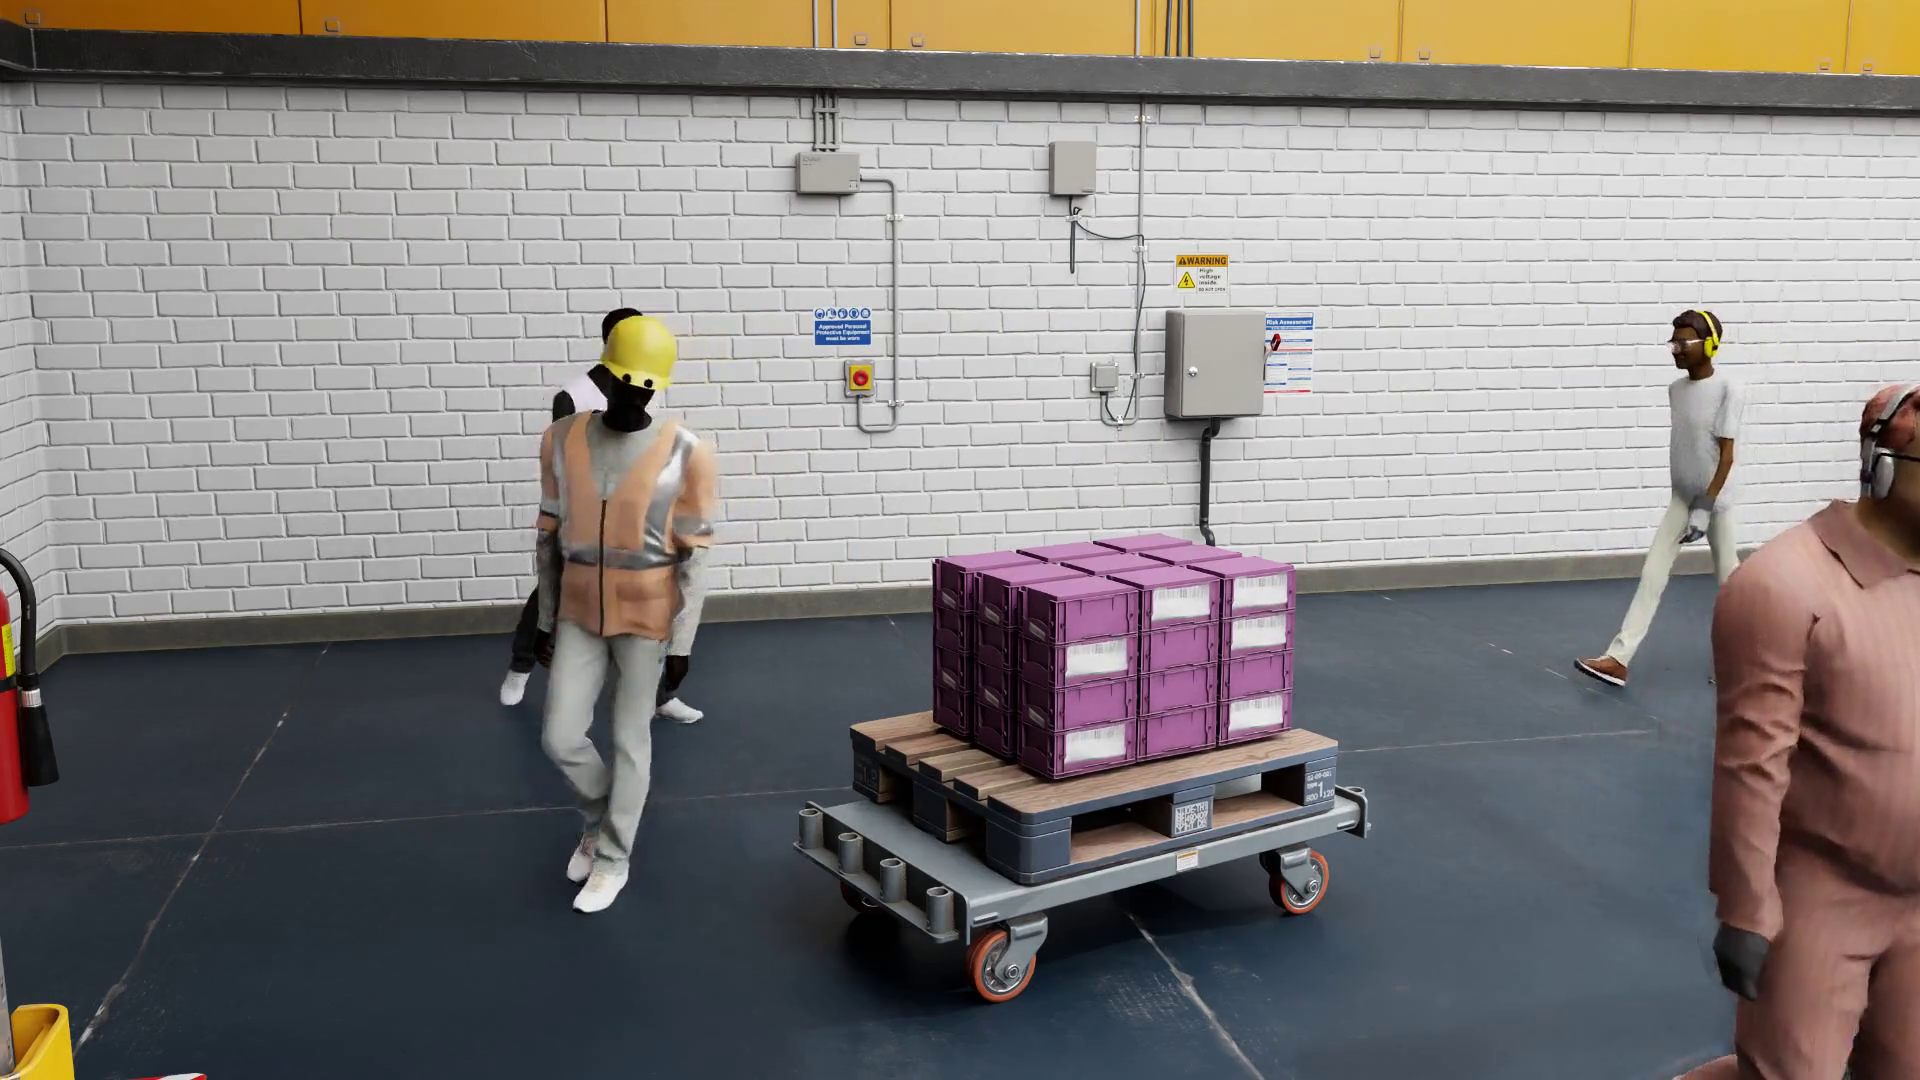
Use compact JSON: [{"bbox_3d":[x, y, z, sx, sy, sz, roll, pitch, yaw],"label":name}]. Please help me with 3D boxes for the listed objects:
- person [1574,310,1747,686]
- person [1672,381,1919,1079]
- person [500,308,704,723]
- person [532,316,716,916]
[{"bbox_3d":[3.453,-0.177,7.875,1.020,1.805,0.500,-4,11,-20],"label":"person"},{"bbox_3d":[1.659,0.631,3.159,0.663,1.888,0.674,-3,11,-16],"label":"person"},{"bbox_3d":[-1.674,-0.118,7.461,1.066,1.851,0.640,8,13,38],"label":"person"},{"bbox_3d":[-1.068,0.248,5.232,0.632,1.899,0.400,2,10,12],"label":"person"}]
